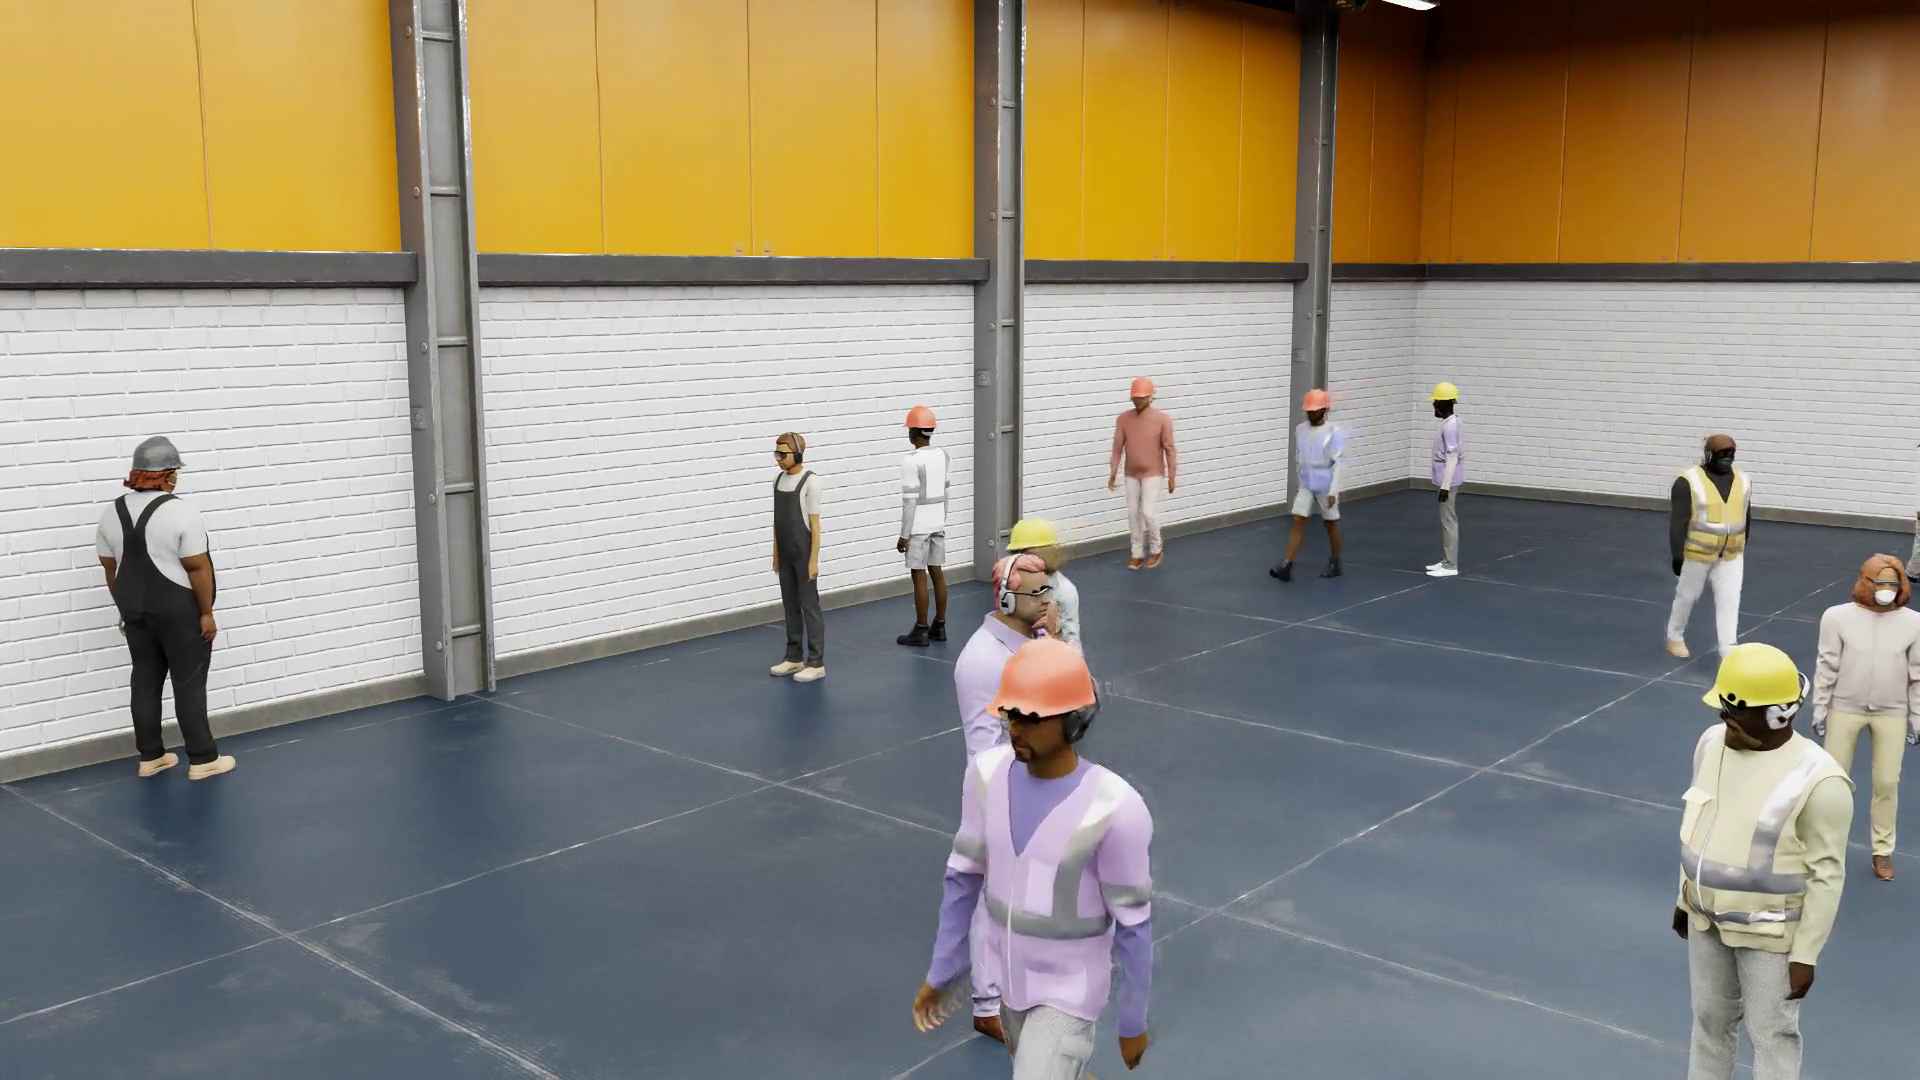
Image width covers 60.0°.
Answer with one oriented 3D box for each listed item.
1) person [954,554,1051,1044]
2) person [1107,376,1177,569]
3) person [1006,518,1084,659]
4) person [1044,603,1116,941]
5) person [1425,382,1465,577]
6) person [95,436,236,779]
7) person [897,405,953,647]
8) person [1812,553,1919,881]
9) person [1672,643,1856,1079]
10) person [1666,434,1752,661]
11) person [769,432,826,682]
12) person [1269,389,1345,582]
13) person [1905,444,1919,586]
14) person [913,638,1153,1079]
[{"bbox_3d":[0.237,0.995,6.531,0.407,1.908,0.641,4,10,24],"label":"person"},{"bbox_3d":[1.830,-0.665,16.750,0.662,1.971,0.468,6,11,33],"label":"person"},{"bbox_3d":[0.418,0.738,8.708,0.401,1.721,0.513,-7,11,-35],"label":"person"},{"bbox_3d":[0.383,1.029,7.228,0.631,1.623,0.522,1,9,3],"label":"person"},{"bbox_3d":[4.795,-0.596,16.458,0.386,1.926,0.591,3,9,17],"label":"person"},{"bbox_3d":[-4.686,0.395,9.876,0.673,2.000,0.536,2,9,14],"label":"person"},{"bbox_3d":[-0.307,-0.110,13.370,0.359,1.939,0.543,7,11,37],"label":"person"},{"bbox_3d":[4.493,0.868,8.219,0.506,1.628,0.277,4,10,23],"label":"person"},{"bbox_3d":[2.529,1.222,5.370,0.403,1.823,0.586,-3,10,-20],"label":"person"},{"bbox_3d":[5.679,0.080,12.637,0.641,1.799,0.962,0,9,-1],"label":"person"},{"bbox_3d":[-1.207,0.117,12.264,0.506,1.842,0.332,9,12,43],"label":"person"},{"bbox_3d":[3.439,-0.523,16.152,0.552,1.882,0.973,8,12,43],"label":"person"},{"bbox_3d":[9.188,-0.372,15.556,0.578,1.773,0.964,2,9,10],"label":"person"},{"bbox_3d":[0.283,1.236,4.771,1.049,2.004,0.630,-9,12,-43],"label":"person"}]
